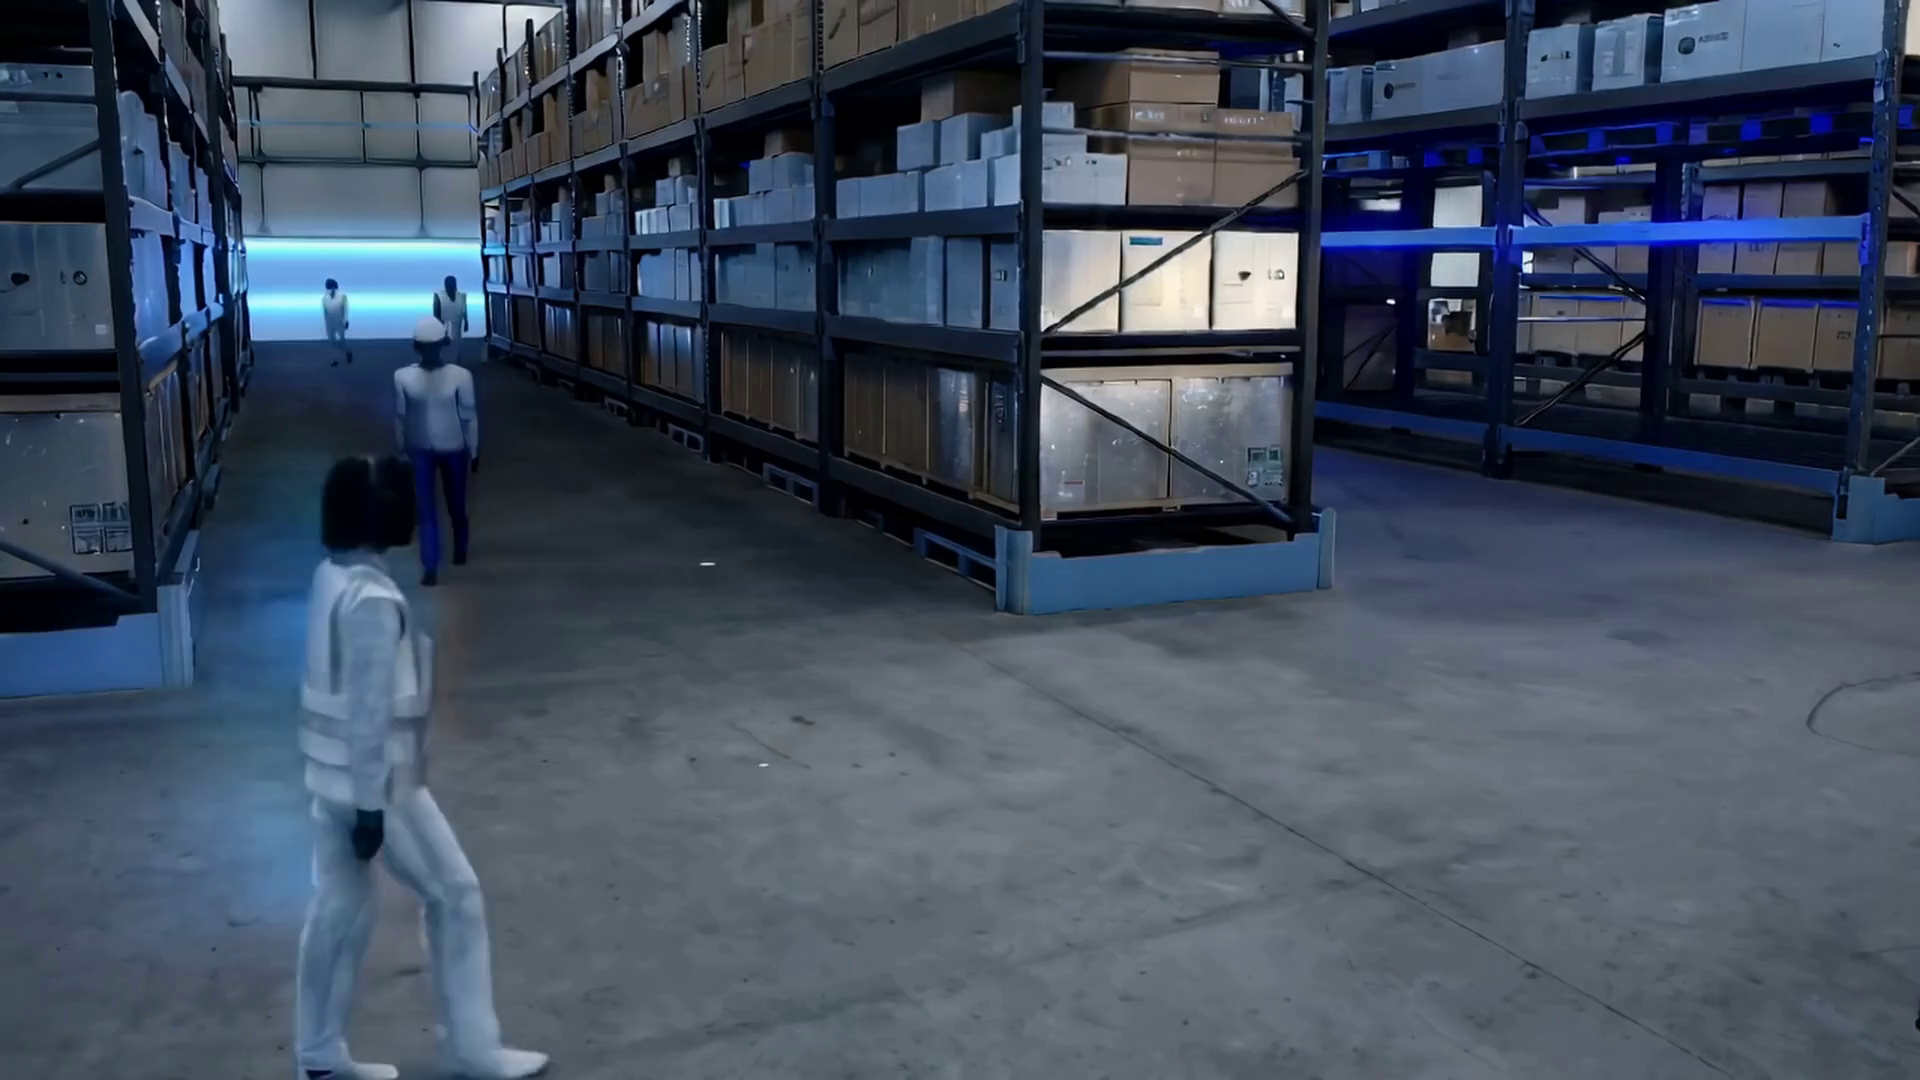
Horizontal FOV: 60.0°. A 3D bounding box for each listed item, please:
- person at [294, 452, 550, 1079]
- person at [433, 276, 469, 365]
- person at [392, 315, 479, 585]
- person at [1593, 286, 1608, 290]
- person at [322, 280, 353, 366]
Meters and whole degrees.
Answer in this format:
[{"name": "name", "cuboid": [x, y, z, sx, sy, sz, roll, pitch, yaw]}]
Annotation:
[{"name": "person", "cuboid": [-1.361, 0.589, 4.126, 0.707, 1.613, 0.520, -6, 11, -34]}, {"name": "person", "cuboid": [-9.801, -4.181, 32.127, 0.656, 1.801, 0.903, -5, 11, -27]}, {"name": "person", "cuboid": [-3.440, -0.617, 10.978, 0.527, 1.742, 0.779, -2, 10, -10]}, {"name": "person", "cuboid": [13.398, -4.689, 34.928, 0.616, 1.895, 0.941, -6, 11, -33]}, {"name": "person", "cuboid": [-12.488, -4.347, 33.334, 0.563, 1.736, 0.499, 3, 10, 15]}]
